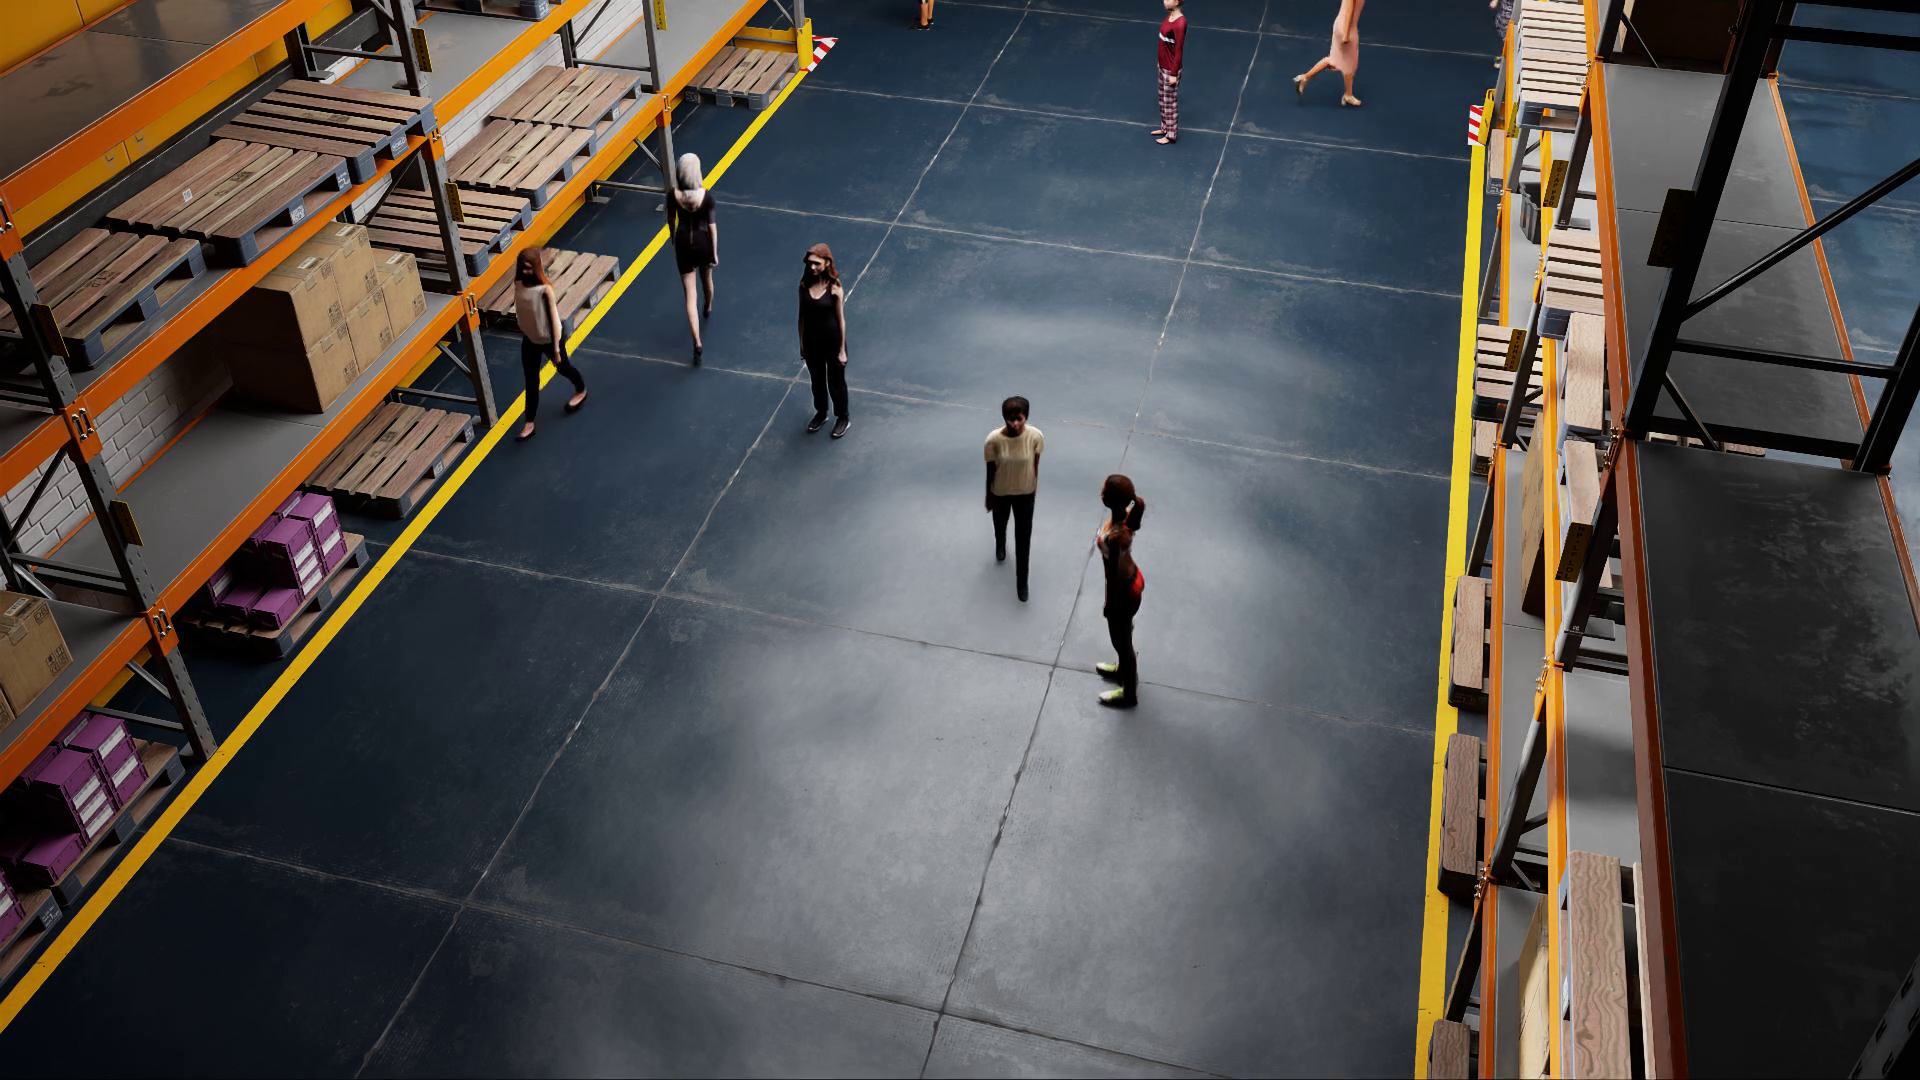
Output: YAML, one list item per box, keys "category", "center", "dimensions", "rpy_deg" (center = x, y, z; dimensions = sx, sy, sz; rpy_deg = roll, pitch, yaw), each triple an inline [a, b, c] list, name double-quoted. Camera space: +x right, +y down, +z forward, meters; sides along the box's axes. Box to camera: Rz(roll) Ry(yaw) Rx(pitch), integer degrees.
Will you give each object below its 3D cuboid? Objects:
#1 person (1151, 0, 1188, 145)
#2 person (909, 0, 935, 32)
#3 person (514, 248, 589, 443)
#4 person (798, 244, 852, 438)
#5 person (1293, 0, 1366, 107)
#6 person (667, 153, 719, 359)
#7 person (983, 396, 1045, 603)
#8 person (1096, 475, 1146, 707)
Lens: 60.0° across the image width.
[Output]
- category: "person"
  center: [2.262, -5.114, 17.902]
  dimensions: [0.754, 1.699, 0.599]
  rpy_deg: [-7, 39, -8]
- category: "person"
  center: [-0.462, -7.135, 20.458]
  dimensions: [0.651, 1.668, 0.471]
  rpy_deg: [12, 40, 15]
- category: "person"
  center: [-3.340, -1.668, 13.613]
  dimensions: [0.793, 1.669, 1.165]
  rpy_deg: [21, 43, 24]
- category: "person"
  center: [-1.085, -1.633, 13.508]
  dimensions: [0.564, 1.744, 0.507]
  rpy_deg: [11, 40, 13]
- category: "person"
  center: [4.213, -5.691, 18.536]
  dimensions: [0.828, 1.810, 1.041]
  rpy_deg: [1, 39, 1]
- category: "person"
  center: [-2.323, -2.444, 14.497]
  dimensions: [0.893, 1.776, 1.270]
  rpy_deg: [-4, 39, -5]
- category: "person"
  center: [0.364, -0.393, 12.114]
  dimensions: [0.764, 1.546, 1.031]
  rpy_deg: [-1, 39, -1]
- category: "person"
  center: [1.096, 0.340, 11.010]
  dimensions: [0.618, 1.777, 0.523]
  rpy_deg: [8, 39, 10]
